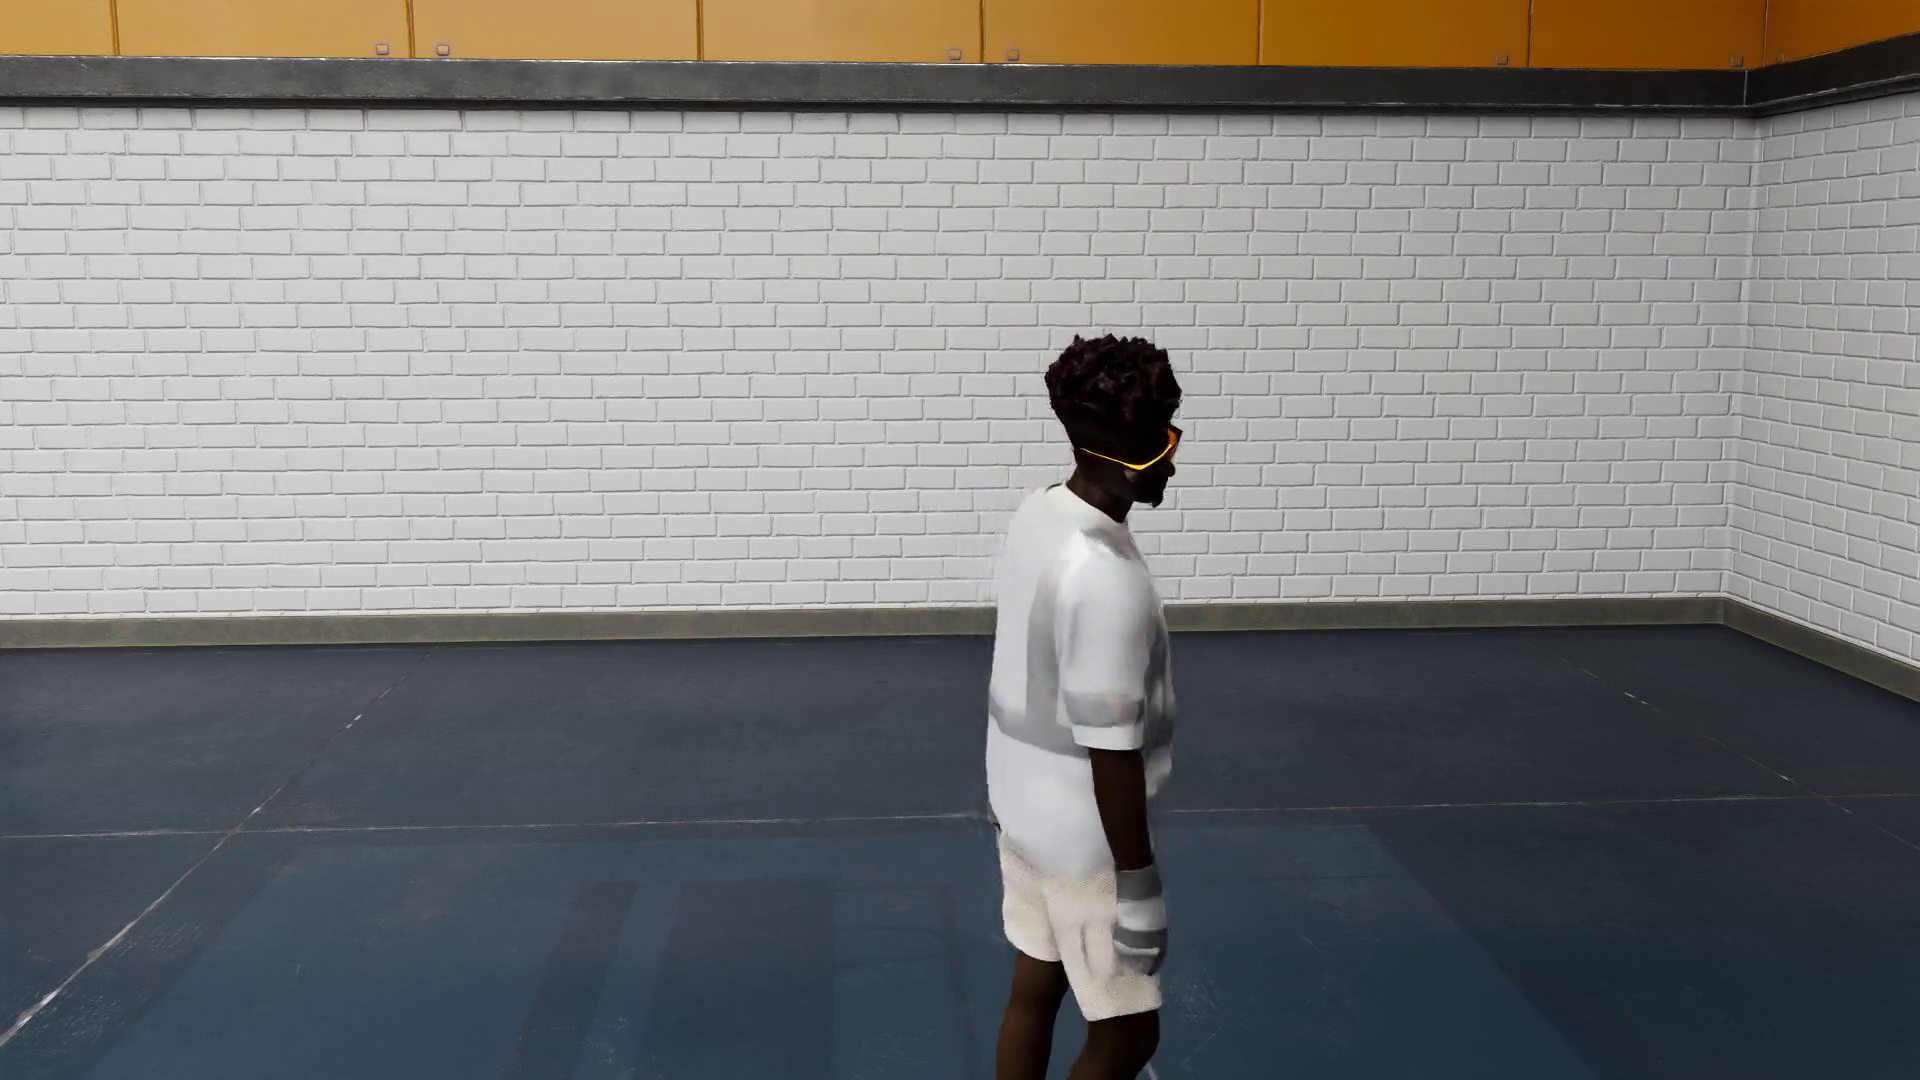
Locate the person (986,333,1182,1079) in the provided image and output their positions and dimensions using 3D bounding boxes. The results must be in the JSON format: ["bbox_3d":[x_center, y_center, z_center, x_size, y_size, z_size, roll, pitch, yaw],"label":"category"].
[{"bbox_3d":[0.230,0.552,3.319,0.362,1.919,0.757,-2,9,-12],"label":"person"}]
